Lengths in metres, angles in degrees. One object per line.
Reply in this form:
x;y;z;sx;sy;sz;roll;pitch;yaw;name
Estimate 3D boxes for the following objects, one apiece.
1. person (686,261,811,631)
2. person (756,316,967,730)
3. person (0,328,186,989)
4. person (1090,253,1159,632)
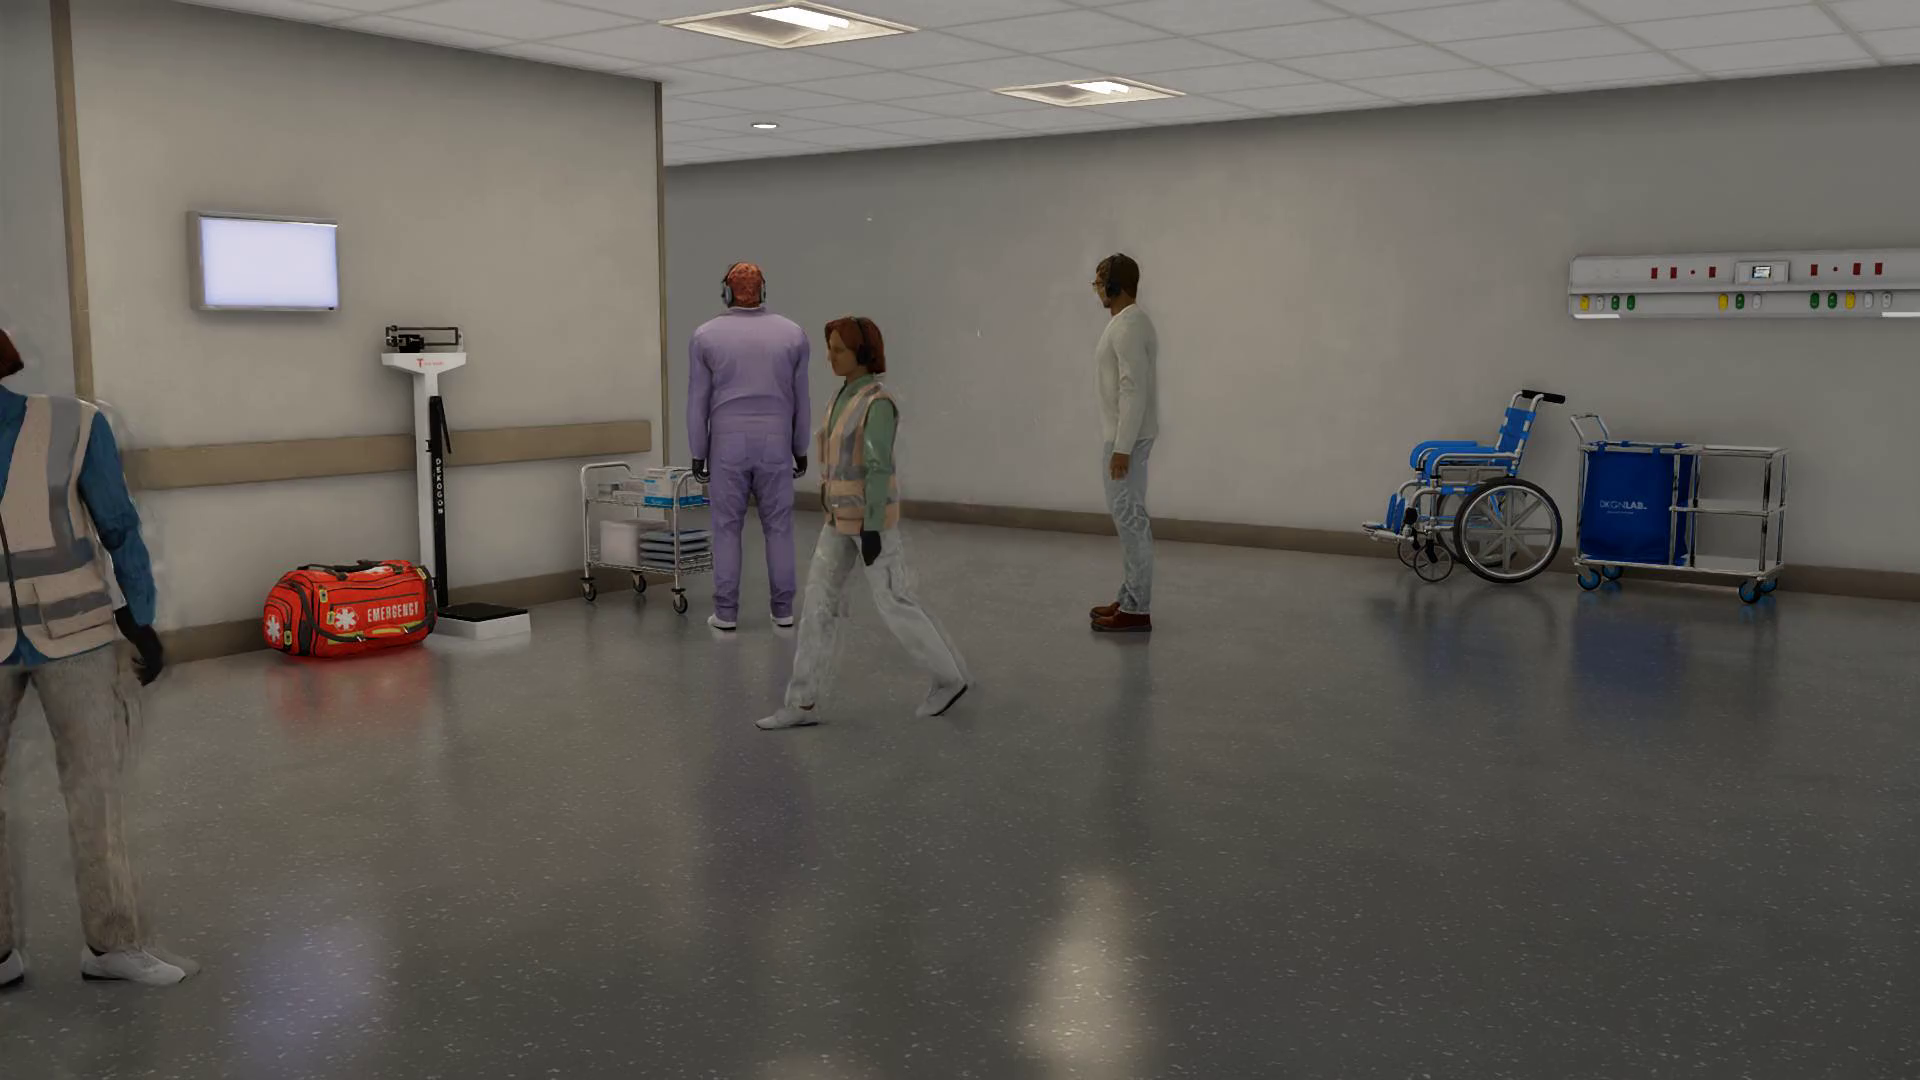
-1.095;-0.481;8.617;0.650;1.901;0.399;-2;7;-18;person
-0.350;-0.069;6.460;0.851;1.597;0.530;-4;8;-28;person
-2.089;0.263;3.756;0.601;1.620;0.326;-3;8;-23;person
0.846;-0.494;8.536;0.353;1.936;0.633;1;7;6;person
